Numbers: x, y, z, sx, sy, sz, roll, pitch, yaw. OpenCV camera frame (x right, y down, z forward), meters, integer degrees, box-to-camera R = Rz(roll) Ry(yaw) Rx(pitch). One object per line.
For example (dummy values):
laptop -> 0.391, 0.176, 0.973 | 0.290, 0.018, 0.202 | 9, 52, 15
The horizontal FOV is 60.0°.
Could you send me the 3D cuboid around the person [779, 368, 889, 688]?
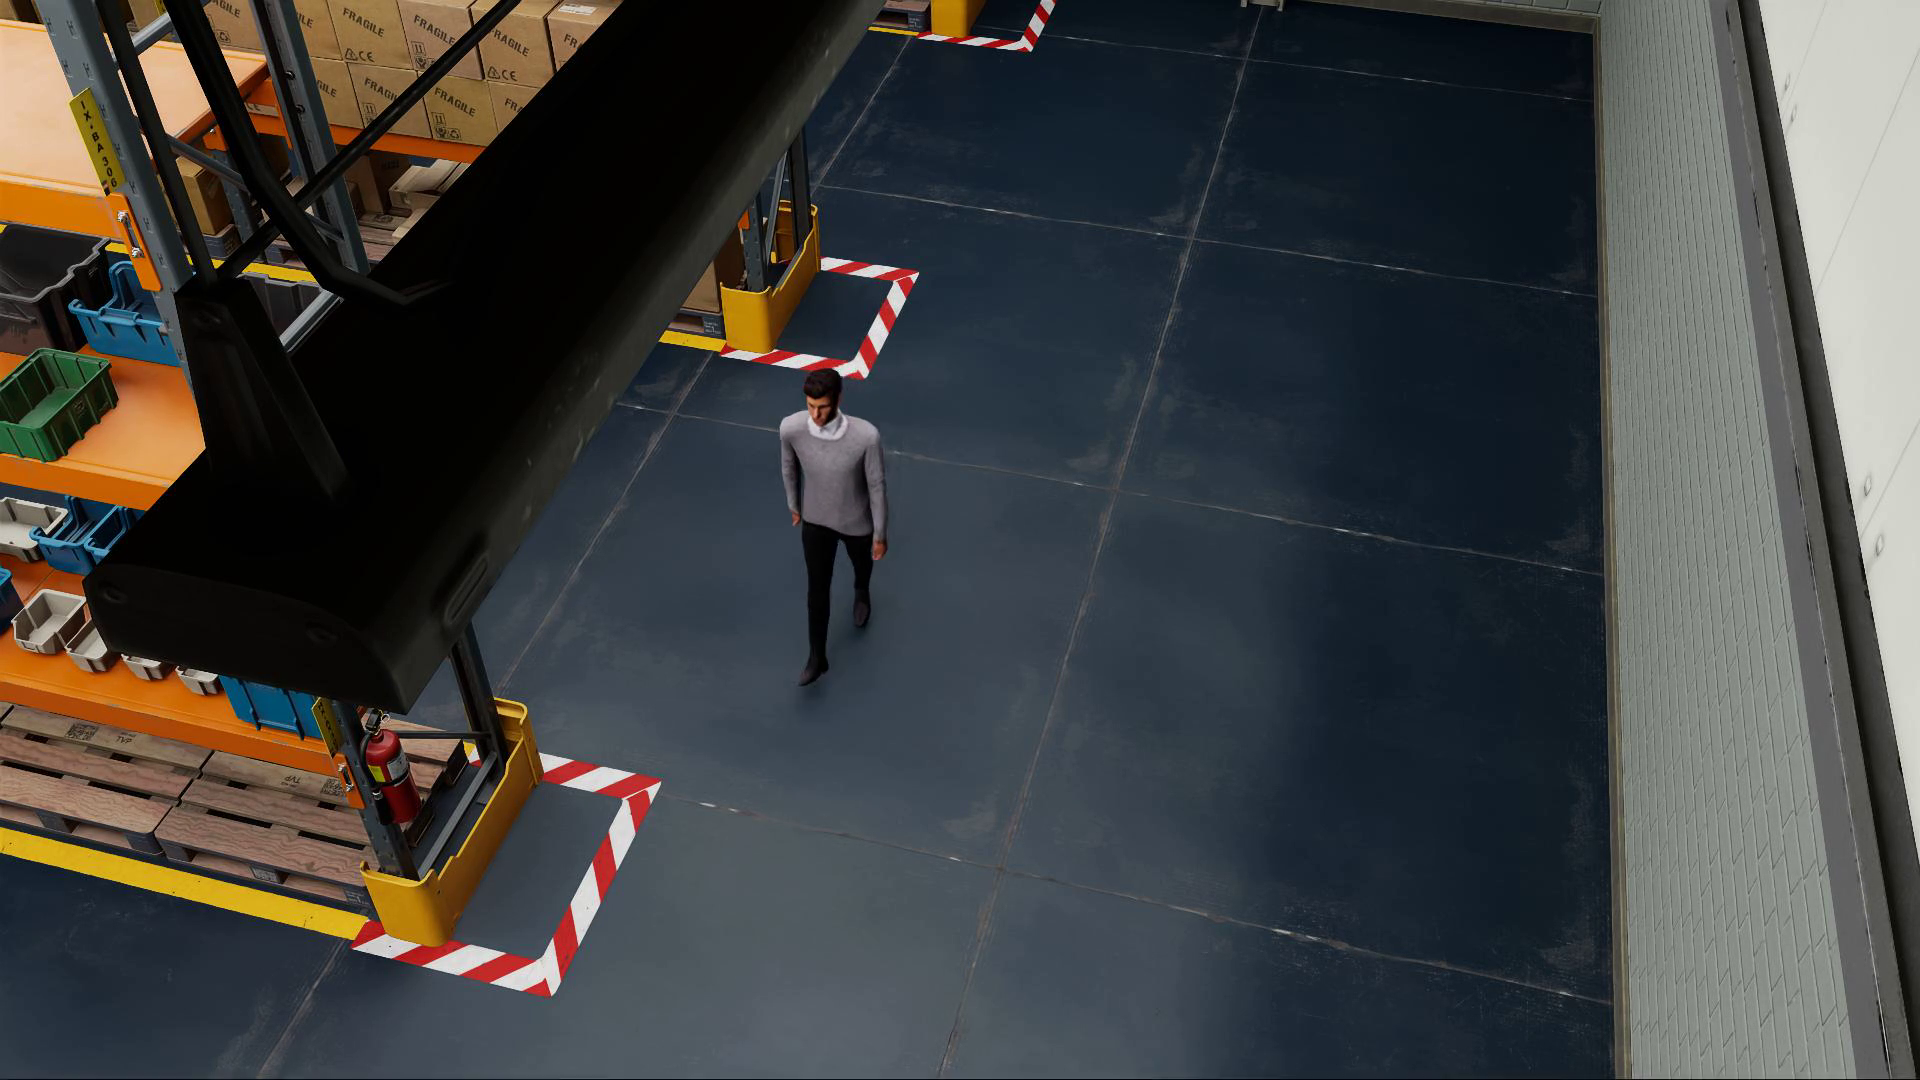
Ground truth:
person -> -0.626, -0.191, 9.016 | 1.158, 1.868, 0.900 | 6, 43, 6
